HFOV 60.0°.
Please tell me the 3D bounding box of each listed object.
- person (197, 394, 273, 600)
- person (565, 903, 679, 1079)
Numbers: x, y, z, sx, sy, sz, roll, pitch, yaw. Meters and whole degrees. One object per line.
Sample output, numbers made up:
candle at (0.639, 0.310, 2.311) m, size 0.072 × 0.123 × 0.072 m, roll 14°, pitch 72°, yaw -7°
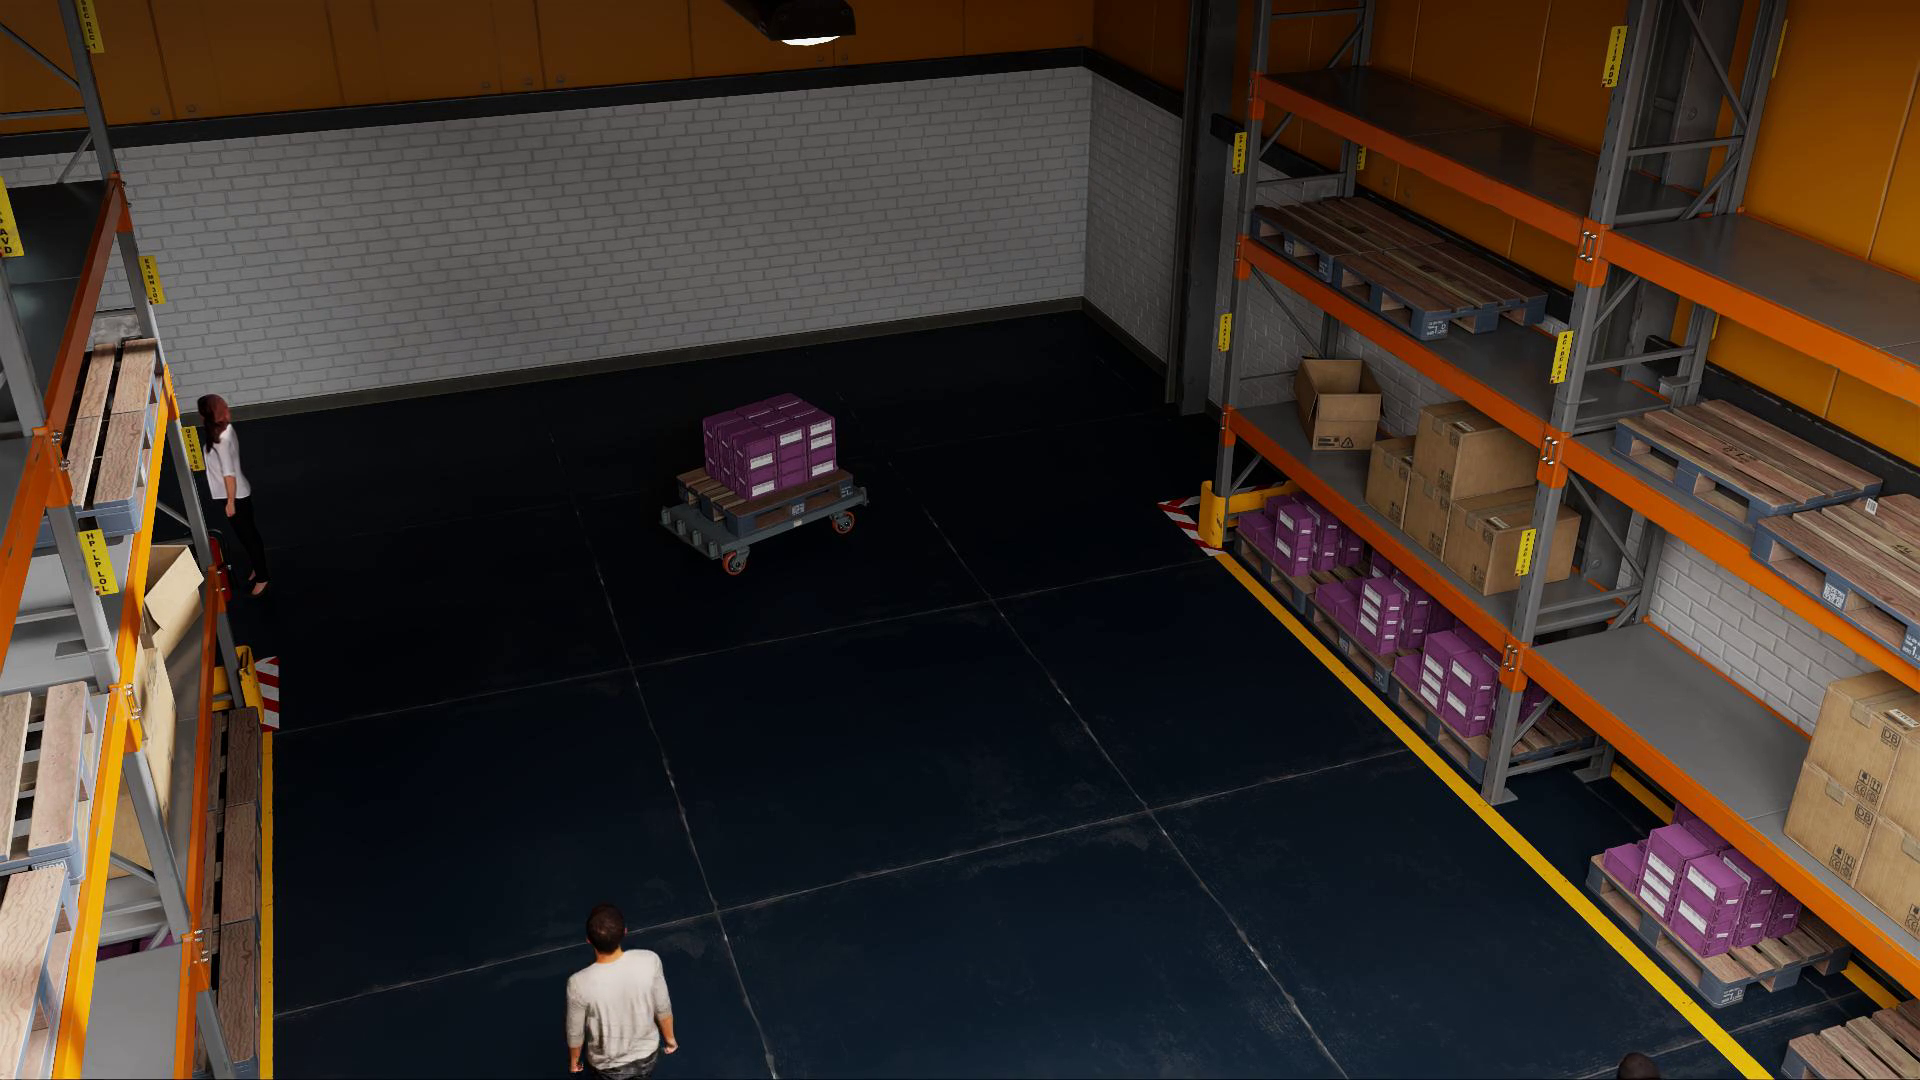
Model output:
person at (-5.892, -0.360, 13.539) m, size 0.677 × 1.794 × 0.466 m, roll -12°, pitch 31°, yaw -20°
person at (-1.611, 2.570, 8.157) m, size 0.740 × 1.803 × 0.766 m, roll -16°, pitch 32°, yaw -27°
